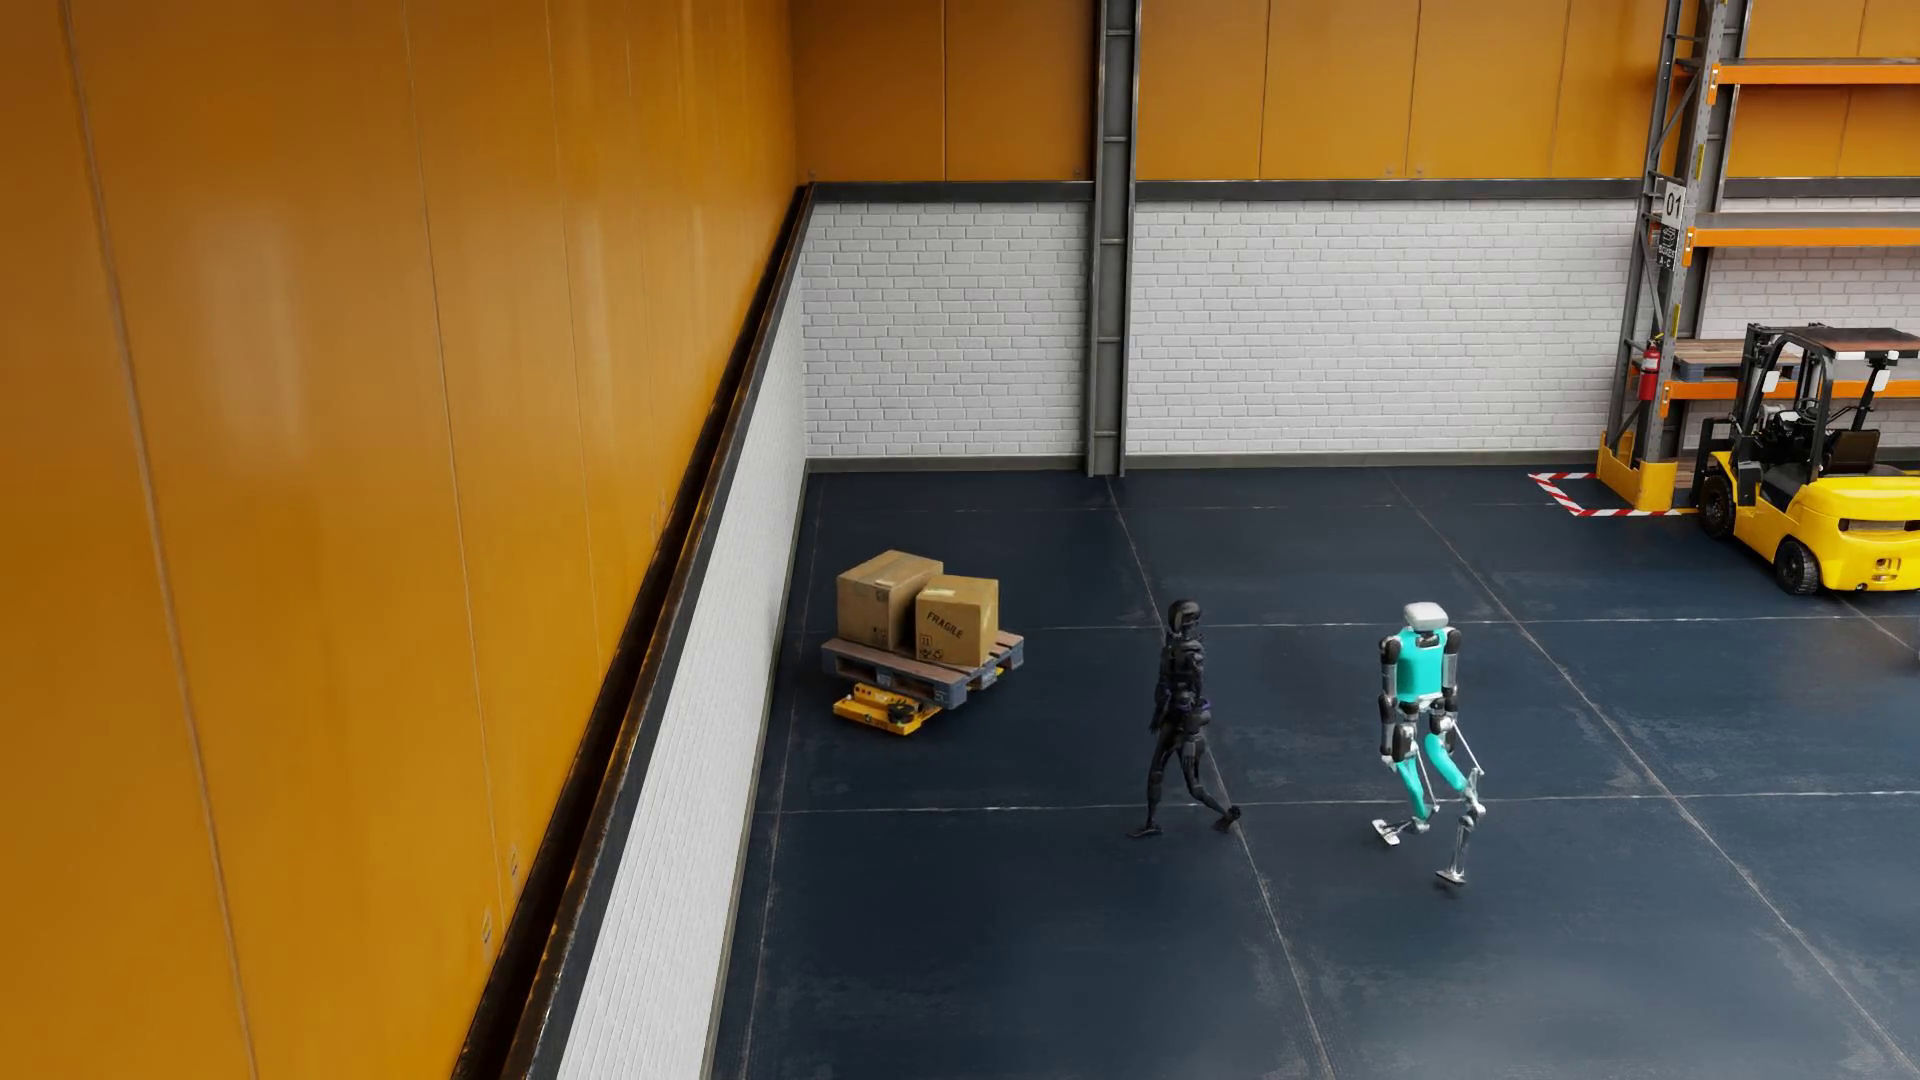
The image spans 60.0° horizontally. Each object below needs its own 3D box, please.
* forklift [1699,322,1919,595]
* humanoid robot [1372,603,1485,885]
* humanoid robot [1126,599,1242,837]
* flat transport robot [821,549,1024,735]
[{"bbox_3d":[7.809,-0.792,14.926,1.214,2.155,2.313,-1,20,-2],"label":"forklift"},{"bbox_3d":[2.862,1.292,10.004,0.545,1.759,1.065,-6,21,-17],"label":"humanoid robot"},{"bbox_3d":[1.443,1.144,10.495,0.737,1.655,0.608,-6,21,-16],"label":"humanoid robot"},{"bbox_3d":[-0.280,1.069,12.656,0.659,0.231,1.431,13,24,32],"label":"flat transport robot"}]
